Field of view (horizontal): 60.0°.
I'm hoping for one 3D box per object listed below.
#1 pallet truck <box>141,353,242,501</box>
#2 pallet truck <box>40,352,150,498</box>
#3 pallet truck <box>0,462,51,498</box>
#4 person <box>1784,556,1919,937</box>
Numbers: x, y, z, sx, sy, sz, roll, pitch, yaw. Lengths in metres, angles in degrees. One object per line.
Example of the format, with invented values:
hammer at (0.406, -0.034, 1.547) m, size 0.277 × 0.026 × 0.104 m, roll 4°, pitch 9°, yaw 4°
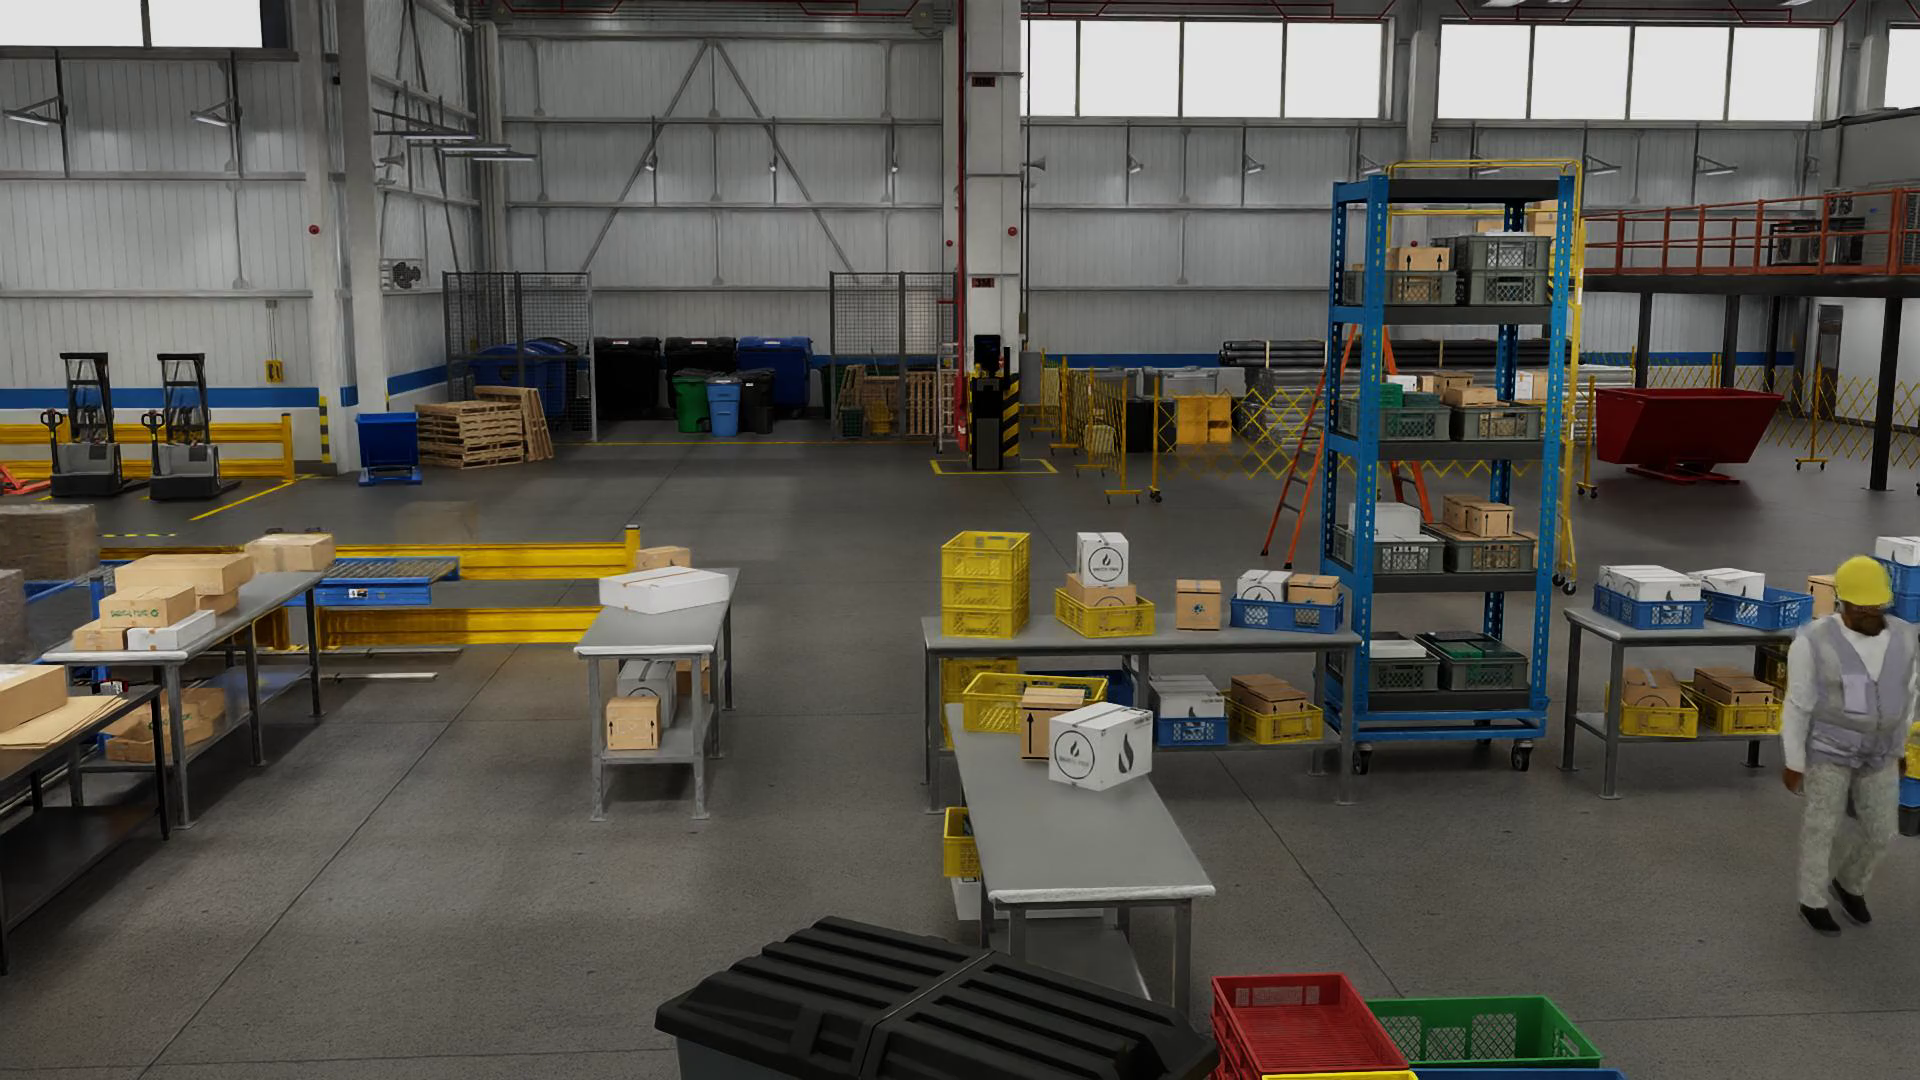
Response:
pallet truck at (-10.520, -1.604, 22.925) m, size 0.823 × 1.965 × 1.885 m, roll -1°, pitch 9°, yaw -6°
pallet truck at (-11.907, -1.642, 23.165) m, size 0.823 × 1.965 × 1.885 m, roll 0°, pitch 9°, yaw 0°
pallet truck at (-13.193, -1.293, 23.148) m, size 0.653 × 1.274 × 1.630 m, roll -1°, pitch 9°, yaw -4°
person at (4.021, 0.945, 7.526) m, size 0.621 × 1.799 × 0.517 m, roll 0°, pitch 9°, yaw 0°
